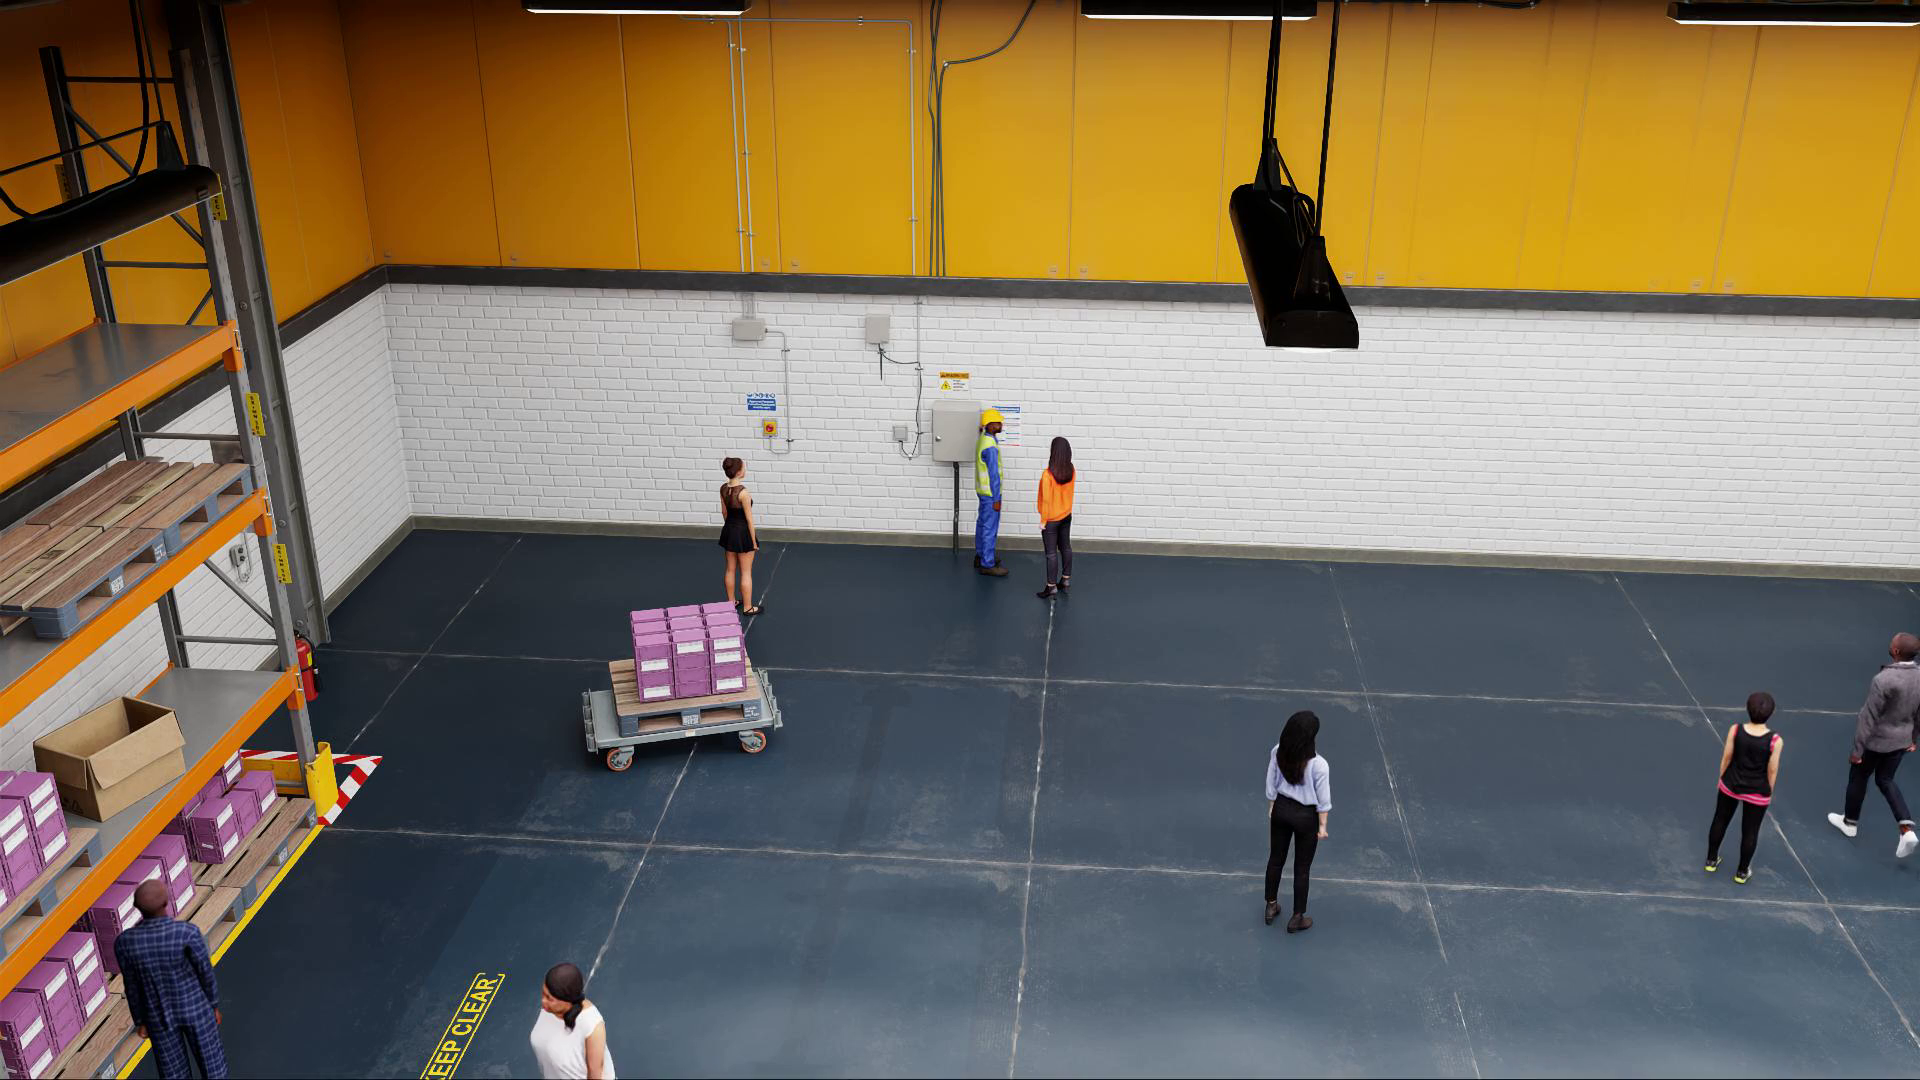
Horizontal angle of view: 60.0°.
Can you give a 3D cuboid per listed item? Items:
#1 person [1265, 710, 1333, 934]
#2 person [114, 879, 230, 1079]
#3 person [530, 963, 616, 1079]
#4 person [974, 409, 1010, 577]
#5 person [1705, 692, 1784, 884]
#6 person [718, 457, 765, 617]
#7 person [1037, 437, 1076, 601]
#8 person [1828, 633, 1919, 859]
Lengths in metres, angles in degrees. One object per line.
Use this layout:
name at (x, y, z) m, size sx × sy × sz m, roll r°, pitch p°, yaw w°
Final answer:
person at (2.386, 1.993, 11.867) m, size 0.735 × 1.743 × 0.752 m, roll 18°, pitch 30°, yaw 36°
person at (-4.667, 2.801, 9.924) m, size 0.736 × 1.818 × 0.723 m, roll -6°, pitch 24°, yaw -13°
person at (-2.148, 3.070, 9.488) m, size 0.859 × 1.674 × 0.914 m, roll 19°, pitch 30°, yaw 37°
person at (0.313, -0.528, 17.547) m, size 0.782 × 1.812 × 0.593 m, roll -4°, pitch 24°, yaw -9°
person at (5.889, 1.840, 12.455) m, size 0.633 × 1.553 × 0.671 m, roll 18°, pitch 29°, yaw 35°
person at (-2.219, -0.050, 16.626) m, size 0.678 × 1.675 × 0.717 m, roll 18°, pitch 29°, yaw 35°
person at (0.989, -0.236, 16.958) m, size 0.770 × 1.748 × 0.687 m, roll 21°, pitch 31°, yaw 39°
person at (7.140, 1.586, 12.723) m, size 0.899 × 1.803 × 1.096 m, roll -5°, pitch 24°, yaw -10°
